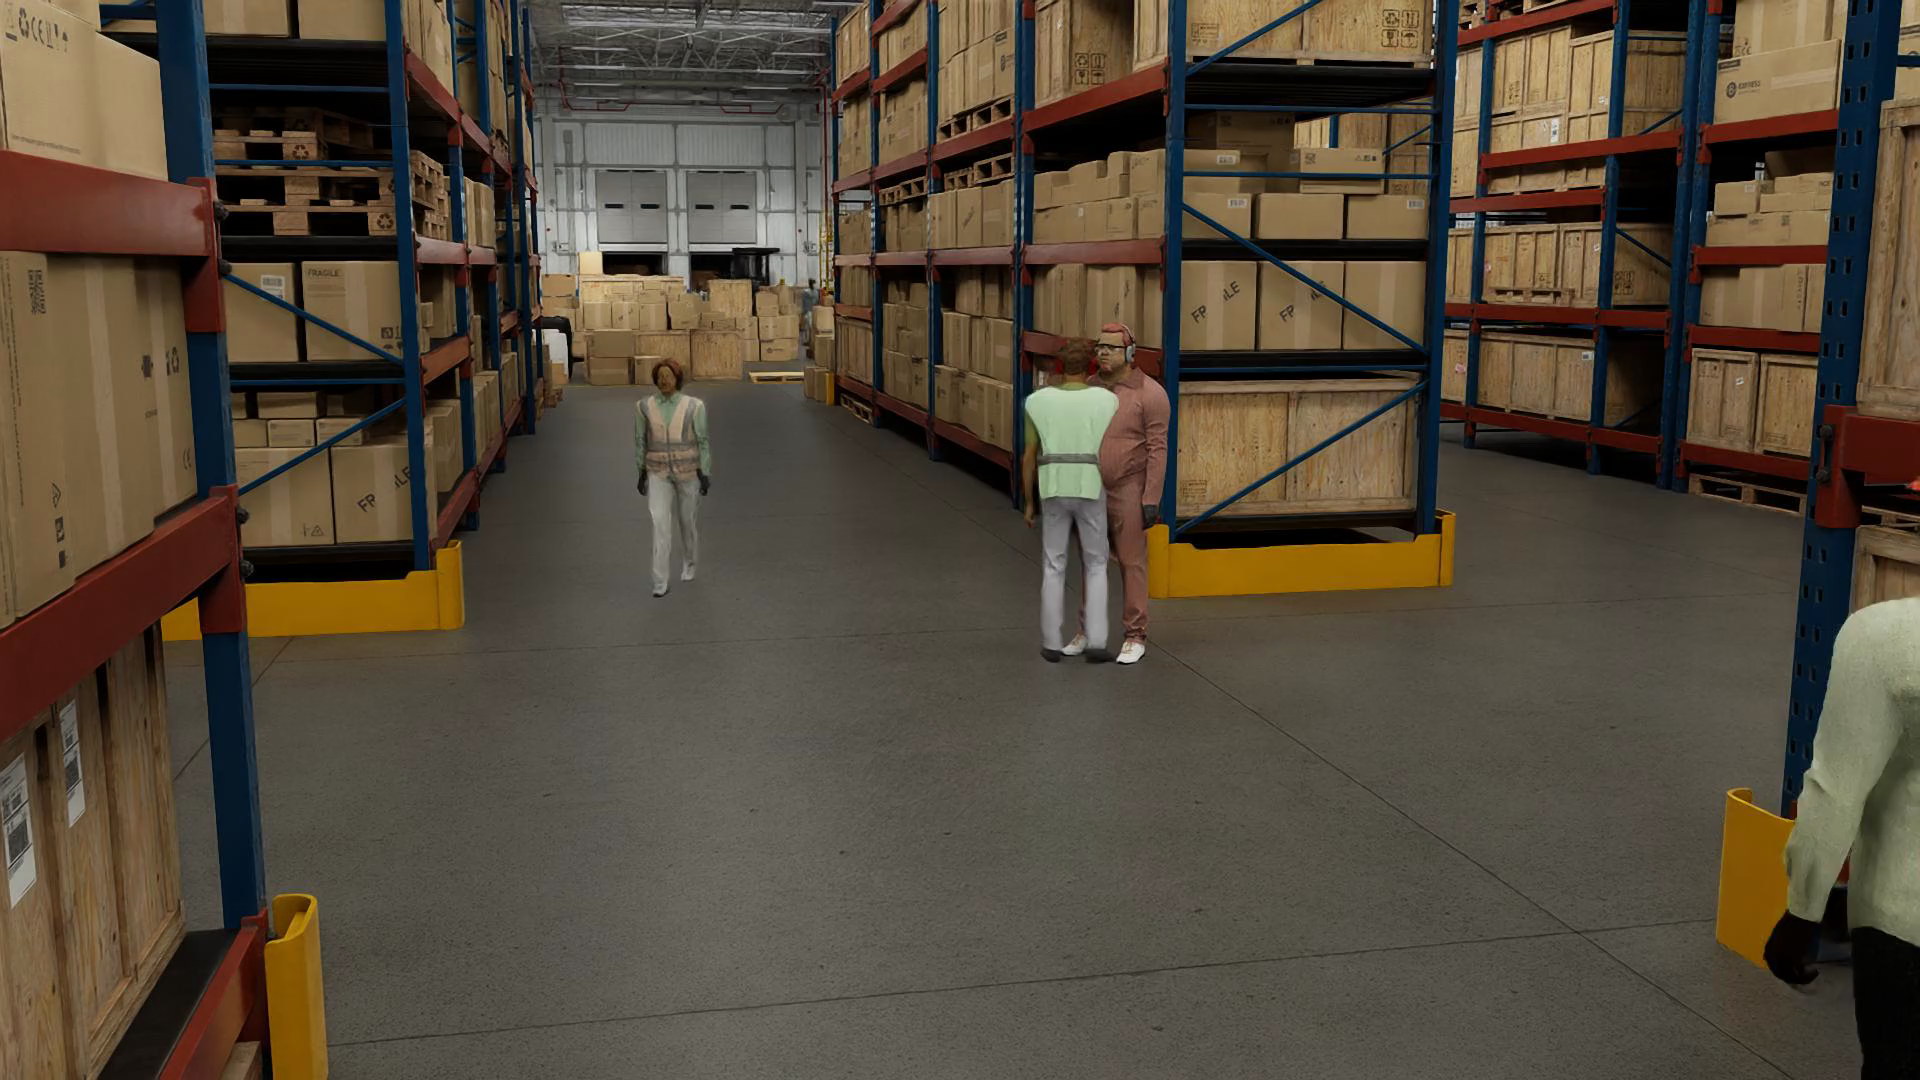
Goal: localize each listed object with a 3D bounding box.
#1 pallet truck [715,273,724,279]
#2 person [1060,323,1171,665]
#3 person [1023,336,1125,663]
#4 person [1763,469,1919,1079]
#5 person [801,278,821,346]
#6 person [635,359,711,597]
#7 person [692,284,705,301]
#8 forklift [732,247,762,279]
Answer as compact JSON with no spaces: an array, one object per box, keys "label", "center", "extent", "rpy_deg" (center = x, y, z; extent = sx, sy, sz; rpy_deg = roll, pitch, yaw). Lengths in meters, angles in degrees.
[{"label":"pallet truck","center":[-8.580,-8.986,62.280],"extent":[1.885,1.965,0.823],"rpy_deg":[1,9,5]},{"label":"person","center":[0.848,-0.263,9.374],"extent":[0.641,1.913,0.407],"rpy_deg":[7,11,35]},{"label":"person","center":[0.645,-0.210,9.321],"extent":[0.585,1.842,0.417],"rpy_deg":[2,9,10]},{"label":"person","center":[1.961,0.732,3.203],"extent":[0.603,1.957,0.956],"rpy_deg":[-2,10,-14]},{"label":"person","center":[-4.085,-6.343,46.464],"extent":[0.944,1.894,0.654],"rpy_deg":[6,11,33]},{"label":"person","center":[-1.977,-0.452,11.489],"extent":[0.529,1.595,0.847],"rpy_deg":[0,9,-1]},{"label":"person","center":[-9.562,-8.555,60.750],"extent":[0.528,1.624,0.401],"rpy_deg":[-2,9,-11]},{"label":"forklift","center":[-6.596,-7.703,51.773],"extent":[1.129,2.768,1.873],"rpy_deg":[-8,12,-39]}]
